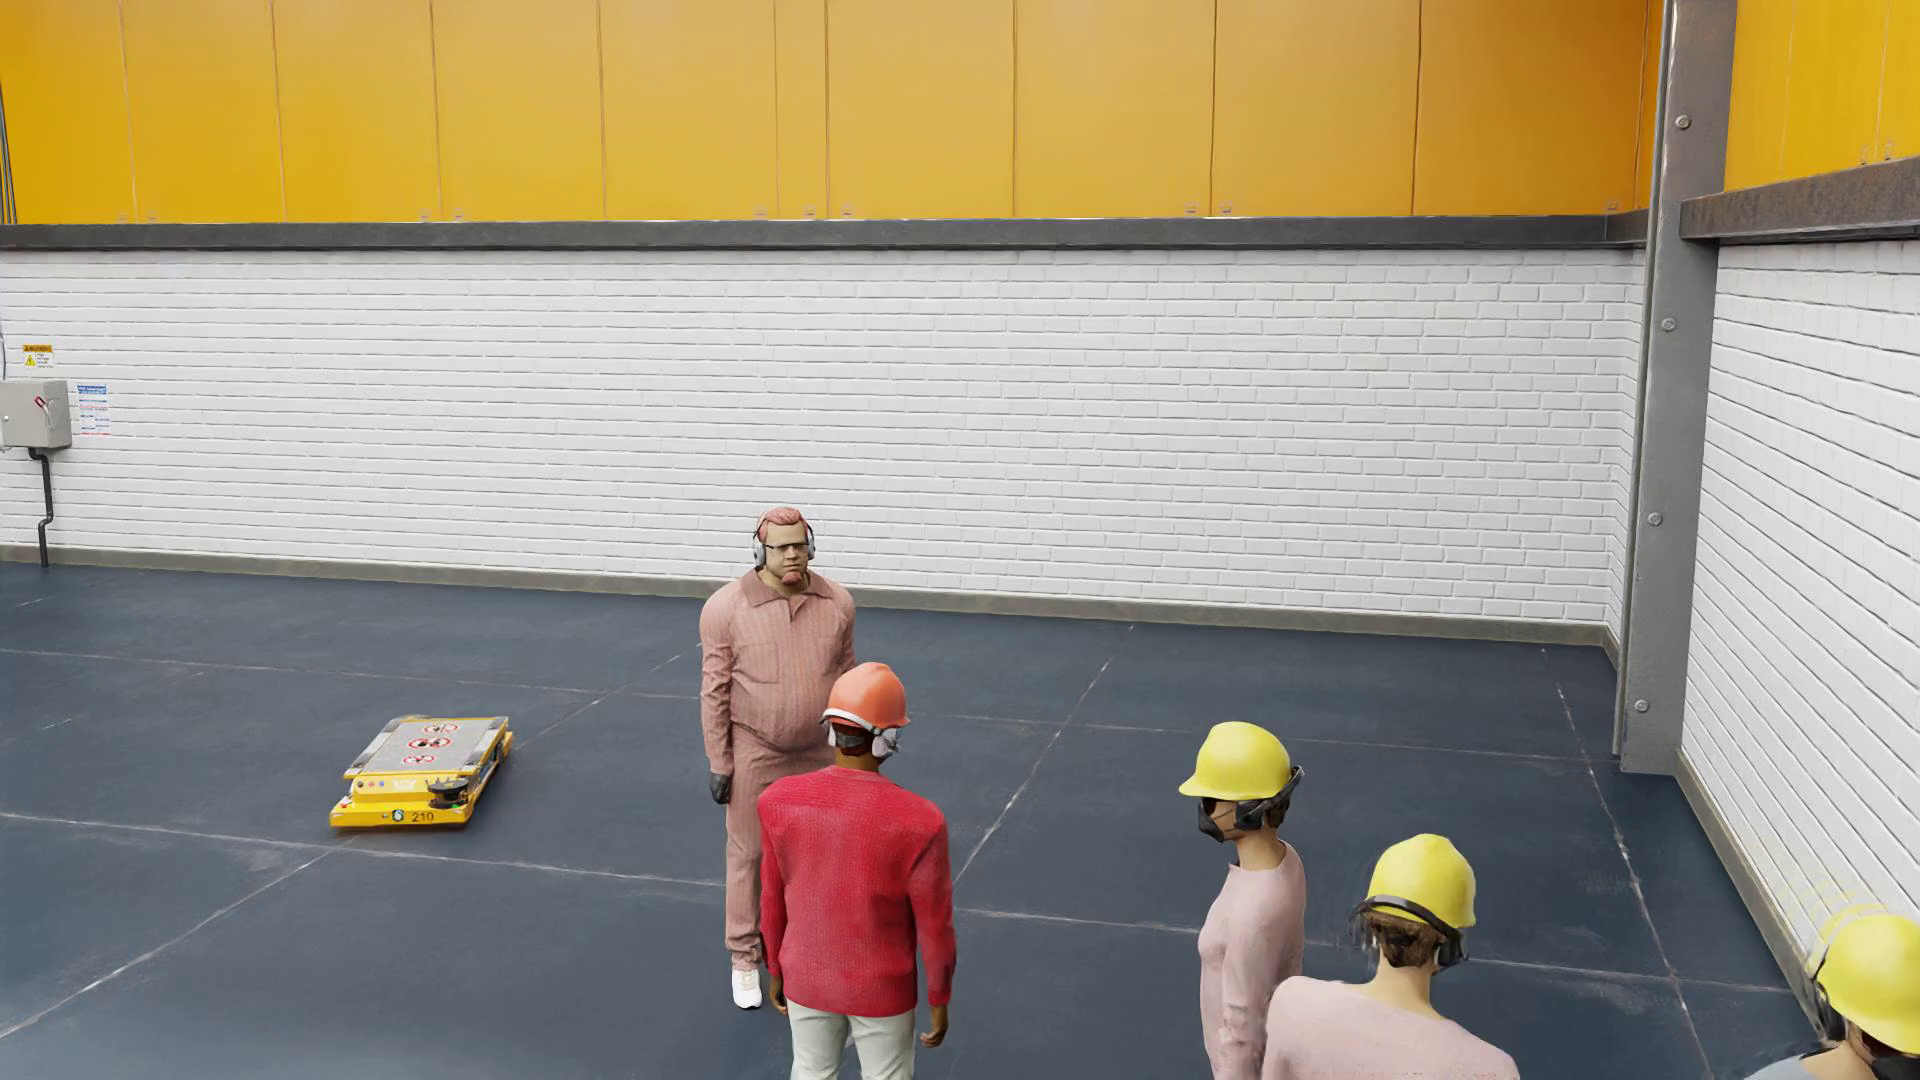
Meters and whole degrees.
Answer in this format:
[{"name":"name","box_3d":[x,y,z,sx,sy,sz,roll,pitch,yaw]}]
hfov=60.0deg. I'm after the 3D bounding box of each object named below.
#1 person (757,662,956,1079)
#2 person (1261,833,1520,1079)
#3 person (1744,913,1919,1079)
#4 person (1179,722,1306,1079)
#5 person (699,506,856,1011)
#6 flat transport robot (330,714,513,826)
[{"name":"person","box_3d":[-0.278,1.195,4.620,0.575,1.738,0.354,3,10,18]},{"name":"person","box_3d":[0.765,1.438,3.228,0.559,1.725,0.818,6,11,33]},{"name":"person","box_3d":[1.597,1.490,2.925,0.523,1.722,0.900,0,10,-2]},{"name":"person","box_3d":[0.678,1.294,3.980,0.339,1.761,0.526,3,10,16]},{"name":"person","box_3d":[-0.662,0.816,6.357,0.639,1.911,0.406,-5,11,-27]},{"name":"flat transport robot","box_3d":[-2.843,1.201,8.900,0.652,0.197,1.431,-1,10,-5]}]
